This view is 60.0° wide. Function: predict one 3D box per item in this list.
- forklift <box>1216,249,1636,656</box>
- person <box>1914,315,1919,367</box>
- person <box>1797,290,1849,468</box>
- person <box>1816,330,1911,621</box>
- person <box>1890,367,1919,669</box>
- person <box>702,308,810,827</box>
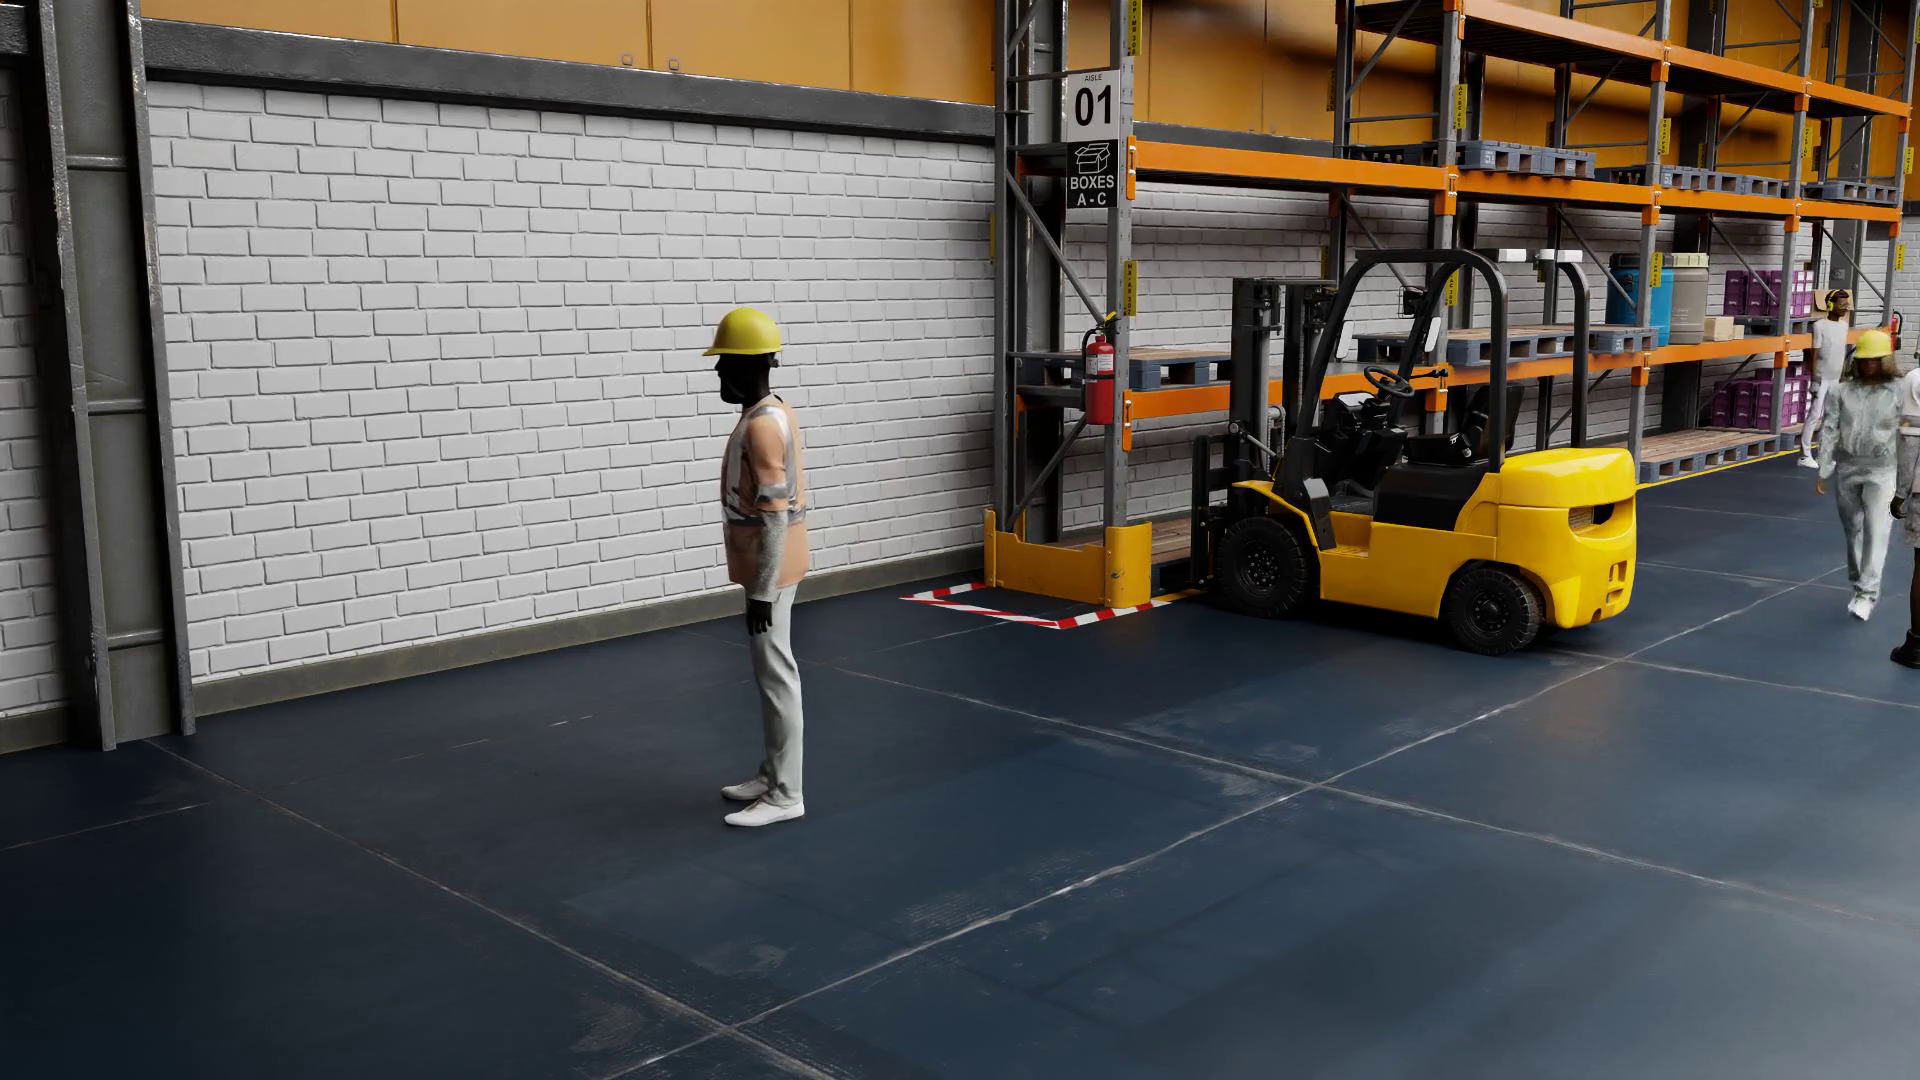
[{"bbox_3d":[2.710,-0.584,9.626,2.313,2.155,1.214,9,13,43],"label":"forklift"},{"bbox_3d":[14.438,-2.843,24.795,0.525,1.765,0.329,-4,10,-22],"label":"person"},{"bbox_3d":[9.033,-1.669,17.318,0.504,1.860,0.320,-4,10,-25],"label":"person"},{"bbox_3d":[5.317,-0.372,9.819,0.491,1.701,0.877,9,13,42],"label":"person"},{"bbox_3d":[5.109,-0.284,8.588,0.543,1.931,0.371,2,10,14],"label":"person"},{"bbox_3d":[-0.750,0.106,6.206,0.381,1.928,0.587,-1,9,-6],"label":"person"}]
